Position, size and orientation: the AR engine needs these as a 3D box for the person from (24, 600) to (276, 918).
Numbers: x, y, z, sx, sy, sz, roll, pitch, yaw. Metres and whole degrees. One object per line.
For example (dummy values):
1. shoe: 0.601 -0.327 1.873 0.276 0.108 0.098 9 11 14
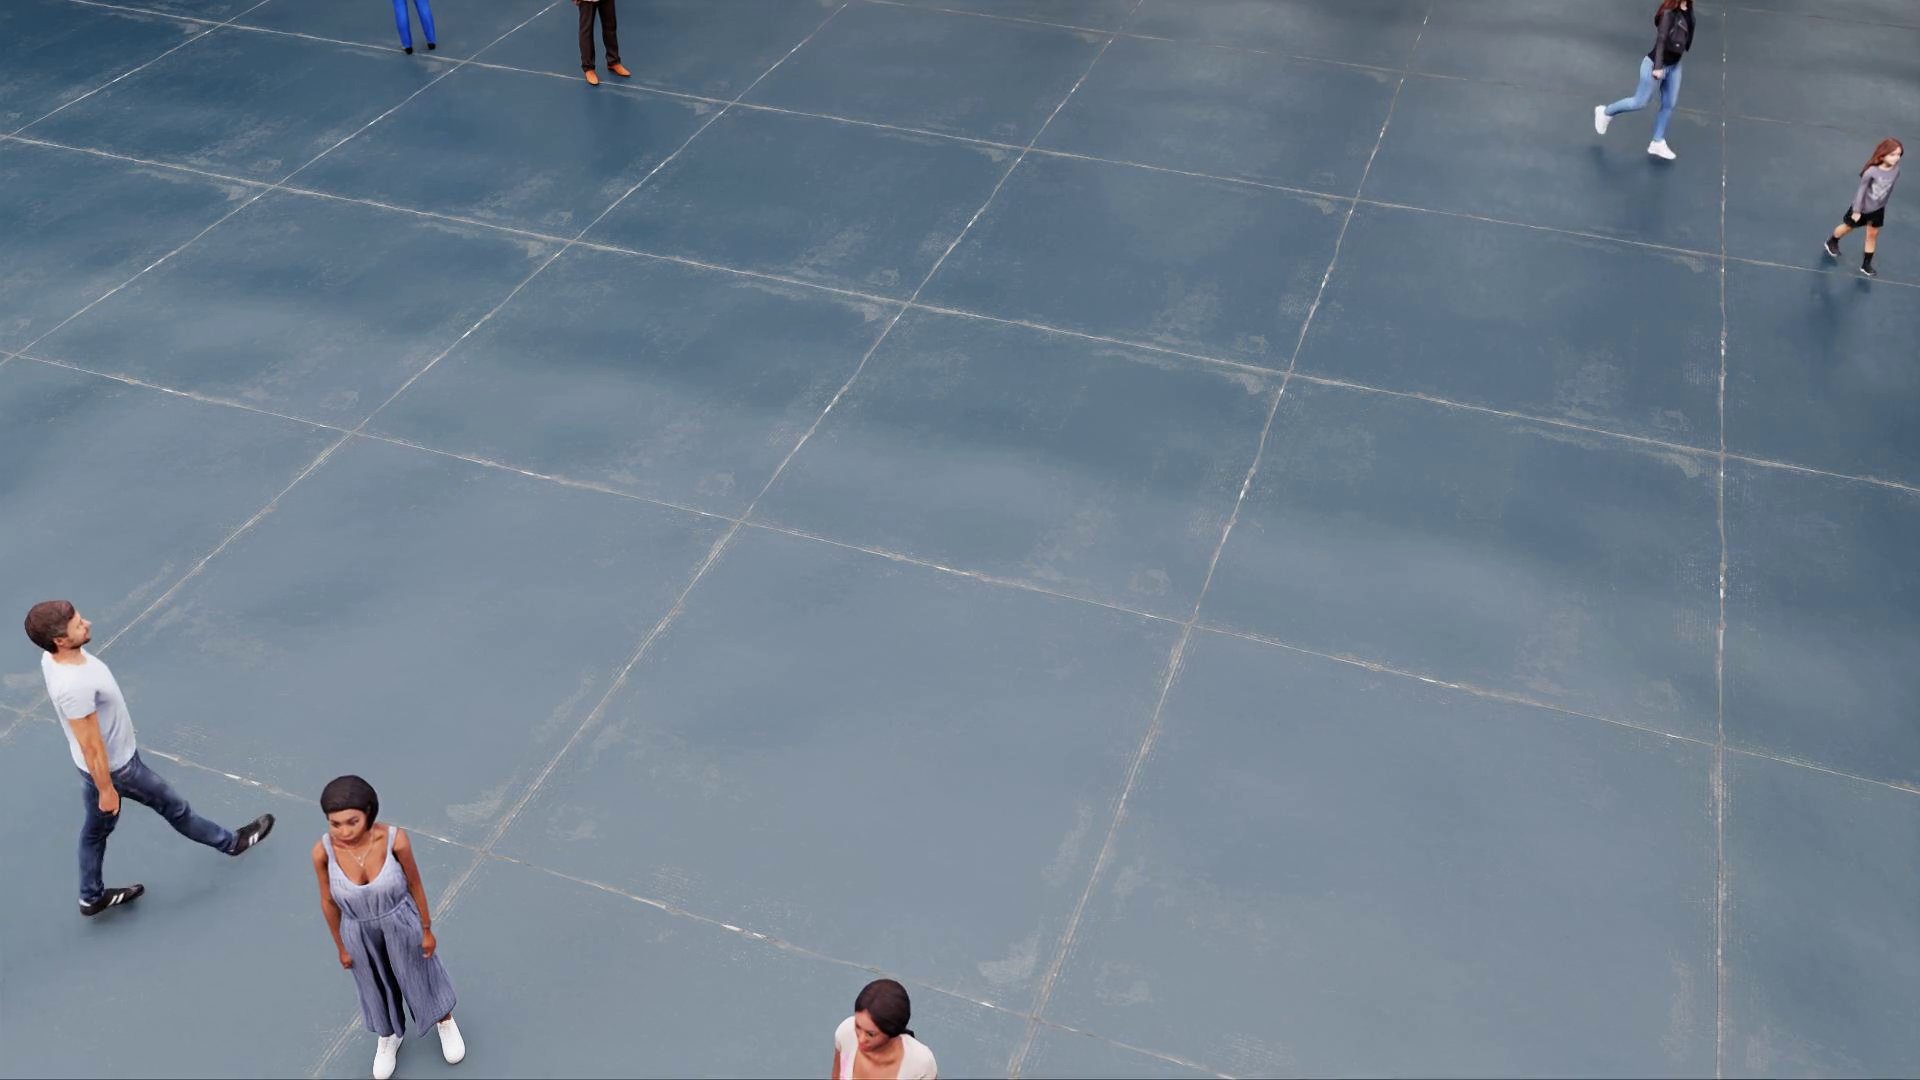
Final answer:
1. person: -4.080 1.079 7.806 1.286 1.816 1.077 -26 45 -29

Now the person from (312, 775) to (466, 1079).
1. person: -2.480 1.662 7.158 0.660 1.696 0.696 -10 39 -12

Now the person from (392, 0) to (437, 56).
1. person: -5.569 -5.723 16.594 0.700 1.700 0.757 -15 41 -19

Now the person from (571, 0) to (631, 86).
1. person: -3.525 -5.353 16.034 0.726 1.808 0.842 -25 45 -29

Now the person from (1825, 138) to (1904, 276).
1. person: 7.194 -2.693 13.228 0.715 1.076 0.867 -6 38 -8

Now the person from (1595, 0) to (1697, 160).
1. person: 6.148 -4.212 14.735 1.066 1.610 1.013 -28 46 -31

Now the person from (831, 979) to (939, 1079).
1. person: -0.278 2.262 6.354 0.599 1.741 0.529 16 41 19
